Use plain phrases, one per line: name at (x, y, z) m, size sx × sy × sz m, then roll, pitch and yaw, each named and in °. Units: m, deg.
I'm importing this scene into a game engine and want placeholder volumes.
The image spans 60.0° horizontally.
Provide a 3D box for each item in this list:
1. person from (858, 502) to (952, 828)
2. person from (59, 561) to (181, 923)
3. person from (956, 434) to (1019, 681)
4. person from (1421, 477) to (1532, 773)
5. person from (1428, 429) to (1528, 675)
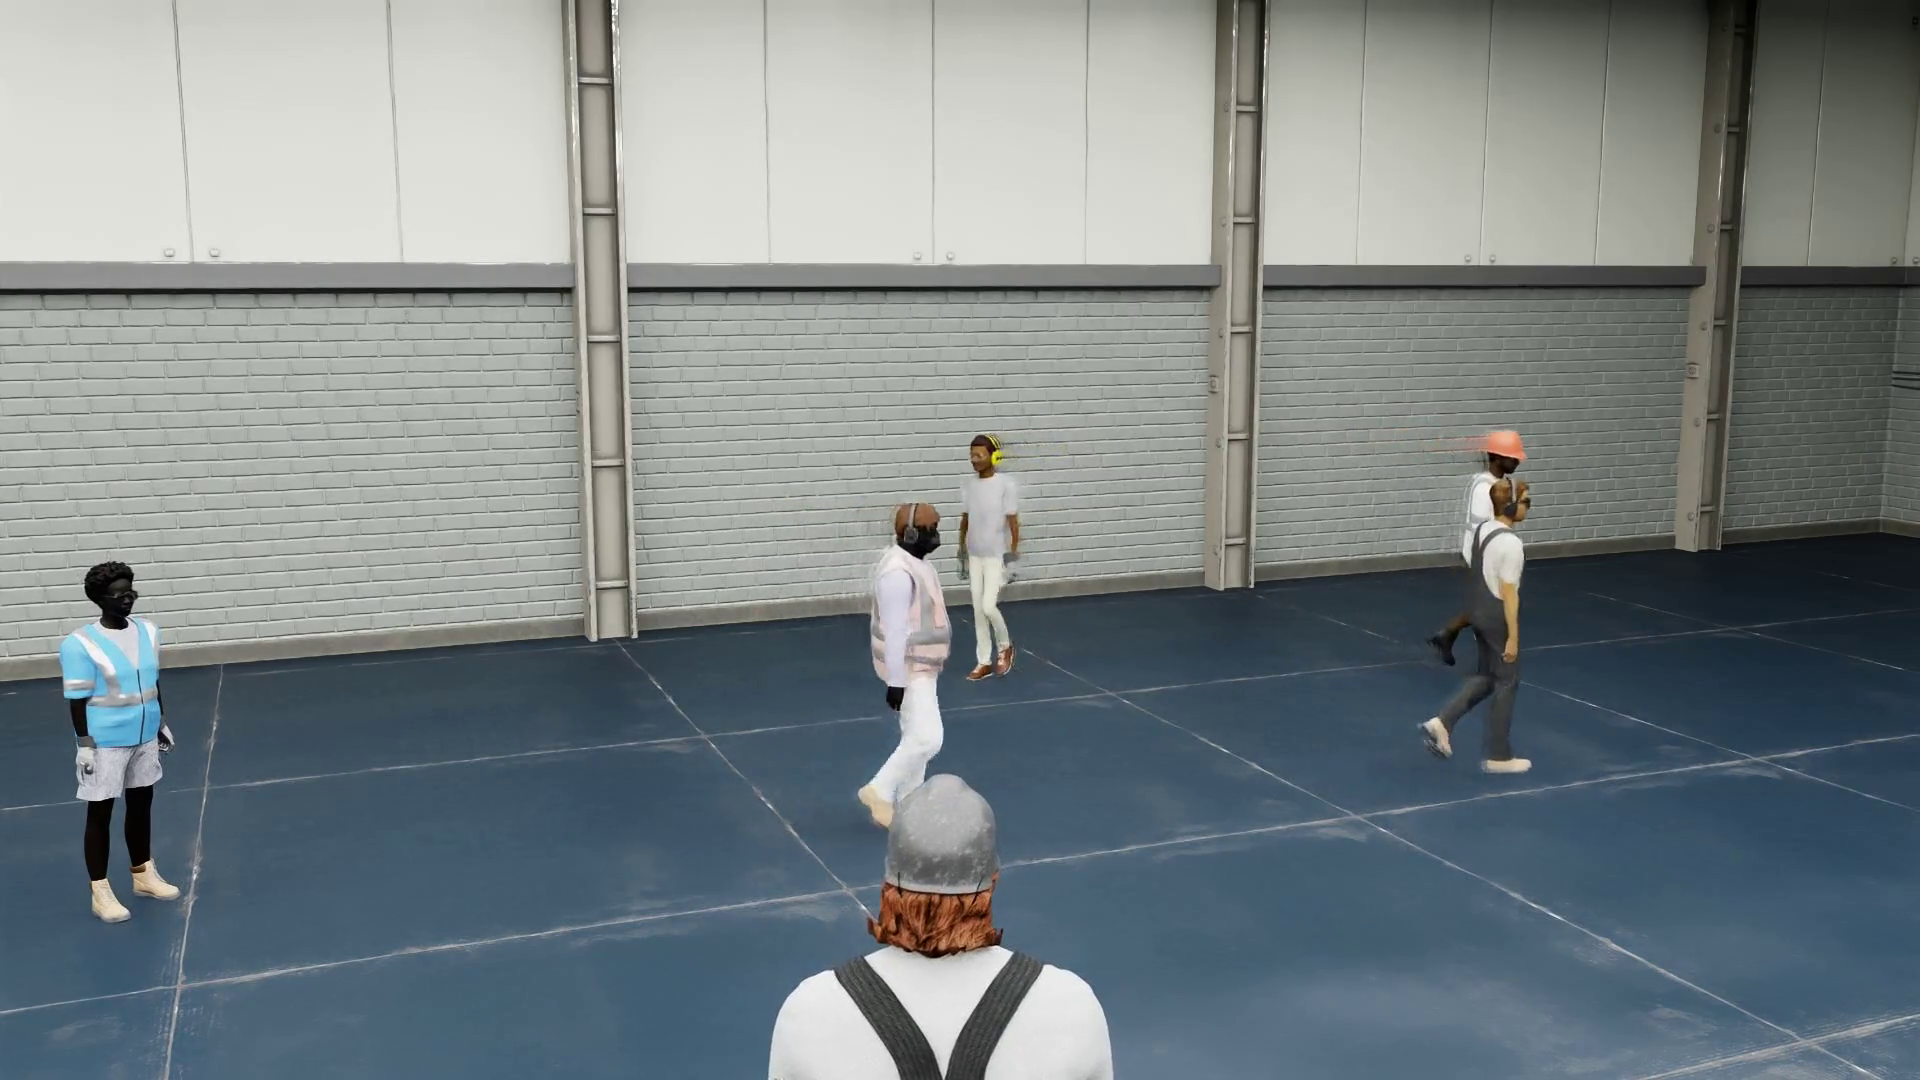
person at (-0.254, 0.699, 8.995) m, size 0.436 × 1.825 × 0.650 m, roll 2°, pitch 9°, yaw 11°
person at (-3.984, 0.937, 7.905) m, size 0.320 × 1.698 × 0.531 m, roll 4°, pitch 10°, yaw 22°
person at (0.184, 0.135, 12.429) m, size 0.546 × 1.860 × 0.380 m, roll 7°, pitch 11°, yaw 37°
person at (3.188, 0.525, 10.072) m, size 0.570 × 1.833 × 0.522 m, roll -2°, pitch 9°, yaw -10°
person at (3.873, 0.120, 12.363) m, size 0.608 × 1.913 × 0.555 m, roll 4°, pitch 10°, yaw 26°
